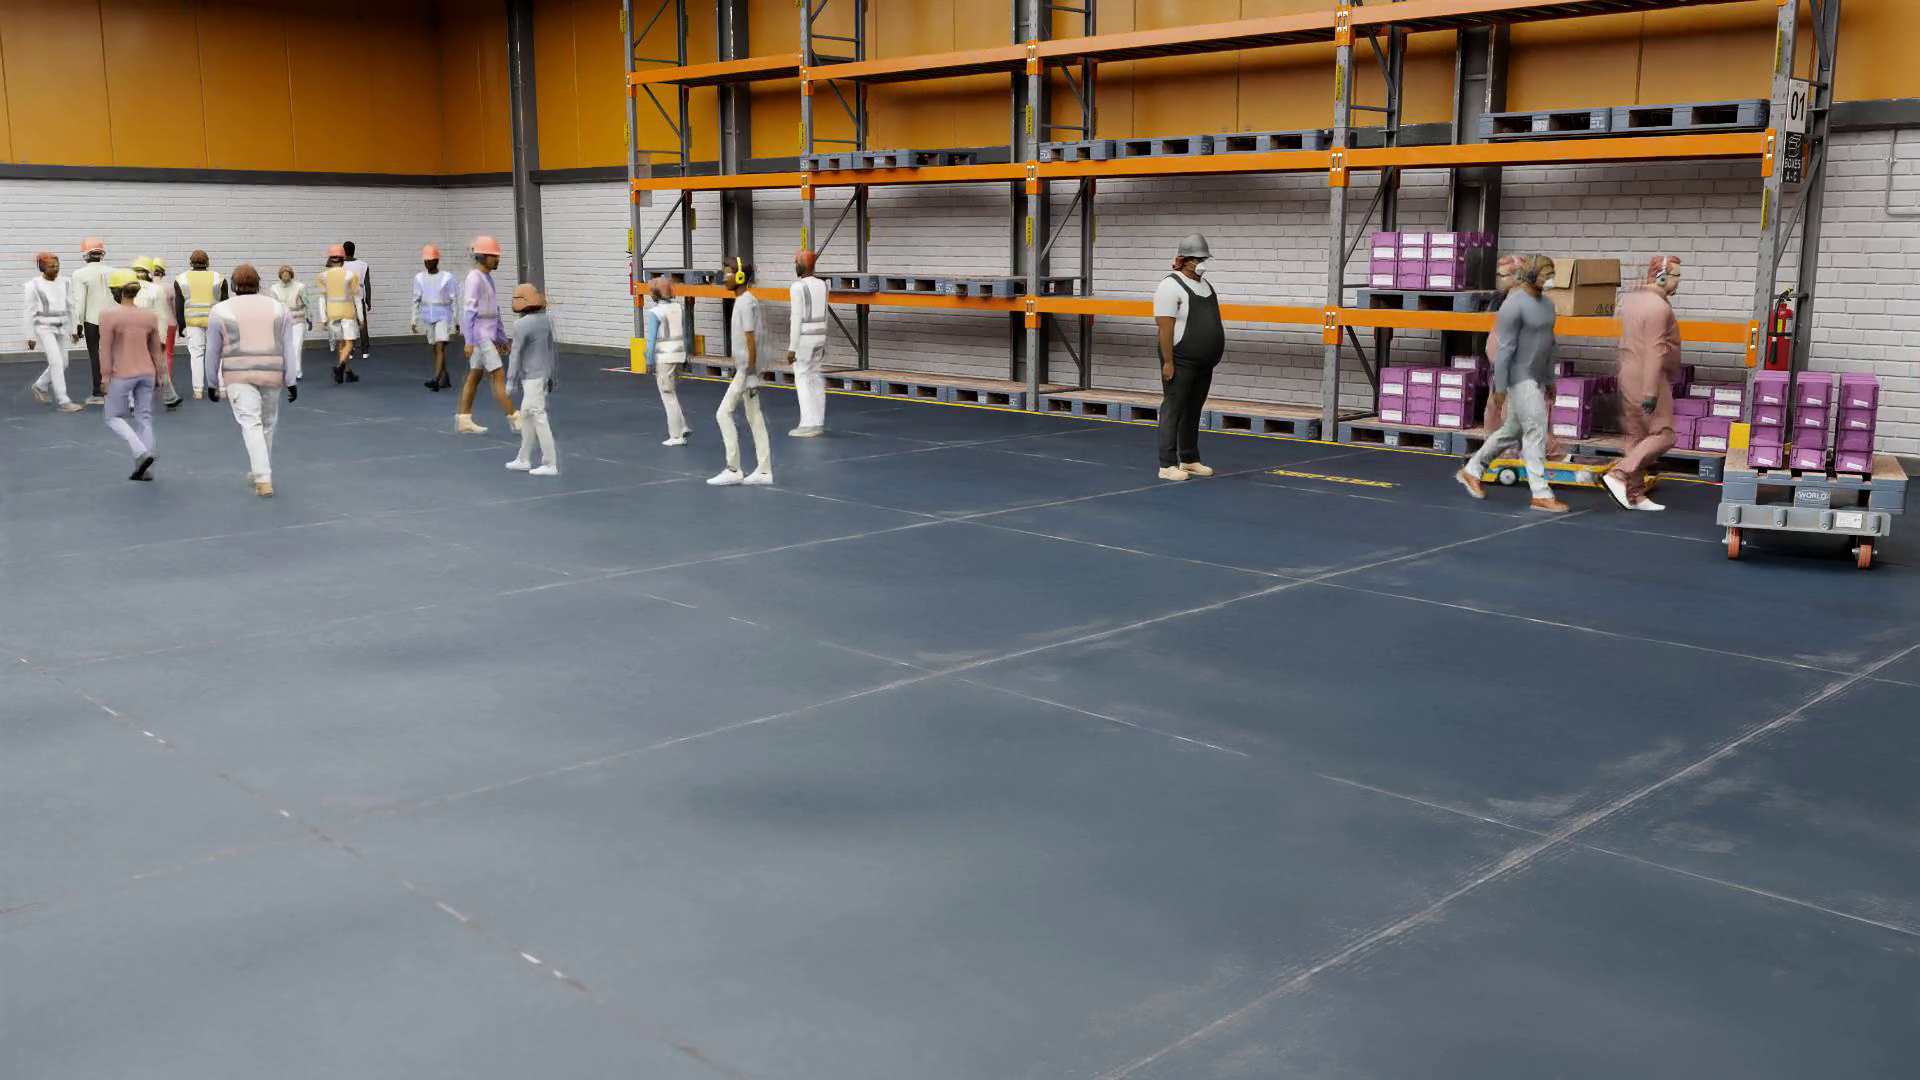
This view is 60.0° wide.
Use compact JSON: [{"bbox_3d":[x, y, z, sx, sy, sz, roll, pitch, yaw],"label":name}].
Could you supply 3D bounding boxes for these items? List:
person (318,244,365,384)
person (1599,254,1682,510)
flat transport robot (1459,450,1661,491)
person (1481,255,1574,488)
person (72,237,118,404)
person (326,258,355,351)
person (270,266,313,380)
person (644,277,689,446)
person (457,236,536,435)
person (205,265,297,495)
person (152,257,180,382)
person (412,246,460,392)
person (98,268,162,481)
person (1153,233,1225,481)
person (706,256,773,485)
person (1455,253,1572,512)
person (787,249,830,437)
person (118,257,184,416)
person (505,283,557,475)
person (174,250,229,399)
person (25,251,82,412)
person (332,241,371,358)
[{"bbox_3d":[-8.432,-3.065,22.632,0.575,1.906,0.823,0,10,1],"label":"person"},{"bbox_3d":[4.998,-1.127,12.130,0.480,1.888,0.642,1,10,4],"label":"person"},{"bbox_3d":[4.861,-0.572,13.492,1.431,0.197,0.652,7,12,34],"label":"flat transport robot"},{"bbox_3d":[4.513,-1.347,13.362,0.801,1.872,0.637,3,11,17],"label":"person"},{"bbox_3d":[-10.364,-2.634,20.031,0.382,1.995,0.612,6,12,28],"label":"person"},{"bbox_3d":[-10.949,-4.194,29.246,0.484,1.737,0.305,0,10,-2],"label":"person"},{"bbox_3d":[-9.319,-3.018,23.186,0.523,1.589,0.819,-2,11,-9],"label":"person"},{"bbox_3d":[-2.819,-1.704,15.951,0.408,1.618,0.532,5,12,26],"label":"person"},{"bbox_3d":[-4.678,-2.052,16.836,1.003,1.998,0.633,-1,10,-3],"label":"person"},{"bbox_3d":[-5.585,-1.261,13.108,0.643,1.795,0.953,-8,13,-37],"label":"person"},{"bbox_3d":[-10.157,-2.703,21.115,0.528,1.745,0.404,-4,11,-20],"label":"person"},{"bbox_3d":[-6.866,-2.885,21.703,0.569,1.878,1.008,1,10,6],"label":"person"},{"bbox_3d":[-6.788,-1.343,13.632,0.400,1.751,0.555,6,12,30],"label":"person"},{"bbox_3d":[1.940,-1.523,13.849,0.535,2.000,0.684,9,14,41],"label":"person"},{"bbox_3d":[-1.831,-1.353,13.431,0.677,1.848,0.566,-1,10,-5],"label":"person"},{"bbox_3d":[4.171,-1.190,12.456,0.955,1.906,0.638,10,15,44],"label":"person"},{"bbox_3d":[-1.536,-1.988,16.810,0.352,1.881,0.584,6,12,31],"label":"person"},{"bbox_3d":[-9.222,-2.305,18.849,0.612,1.767,0.948,0,10,1],"label":"person"},{"bbox_3d":[-3.708,-1.353,14.062,0.670,1.608,0.523,3,11,14],"label":"person"},{"bbox_3d":[-9.404,-2.680,20.704,0.636,1.841,0.429,-5,11,-24],"label":"person"},{"bbox_3d":[-10.555,-2.402,19.169,0.775,1.854,0.621,4,11,19],"label":"person"},{"bbox_3d":[-10.026,-3.958,27.454,0.593,1.921,0.392,-5,12,-27],"label":"person"}]
